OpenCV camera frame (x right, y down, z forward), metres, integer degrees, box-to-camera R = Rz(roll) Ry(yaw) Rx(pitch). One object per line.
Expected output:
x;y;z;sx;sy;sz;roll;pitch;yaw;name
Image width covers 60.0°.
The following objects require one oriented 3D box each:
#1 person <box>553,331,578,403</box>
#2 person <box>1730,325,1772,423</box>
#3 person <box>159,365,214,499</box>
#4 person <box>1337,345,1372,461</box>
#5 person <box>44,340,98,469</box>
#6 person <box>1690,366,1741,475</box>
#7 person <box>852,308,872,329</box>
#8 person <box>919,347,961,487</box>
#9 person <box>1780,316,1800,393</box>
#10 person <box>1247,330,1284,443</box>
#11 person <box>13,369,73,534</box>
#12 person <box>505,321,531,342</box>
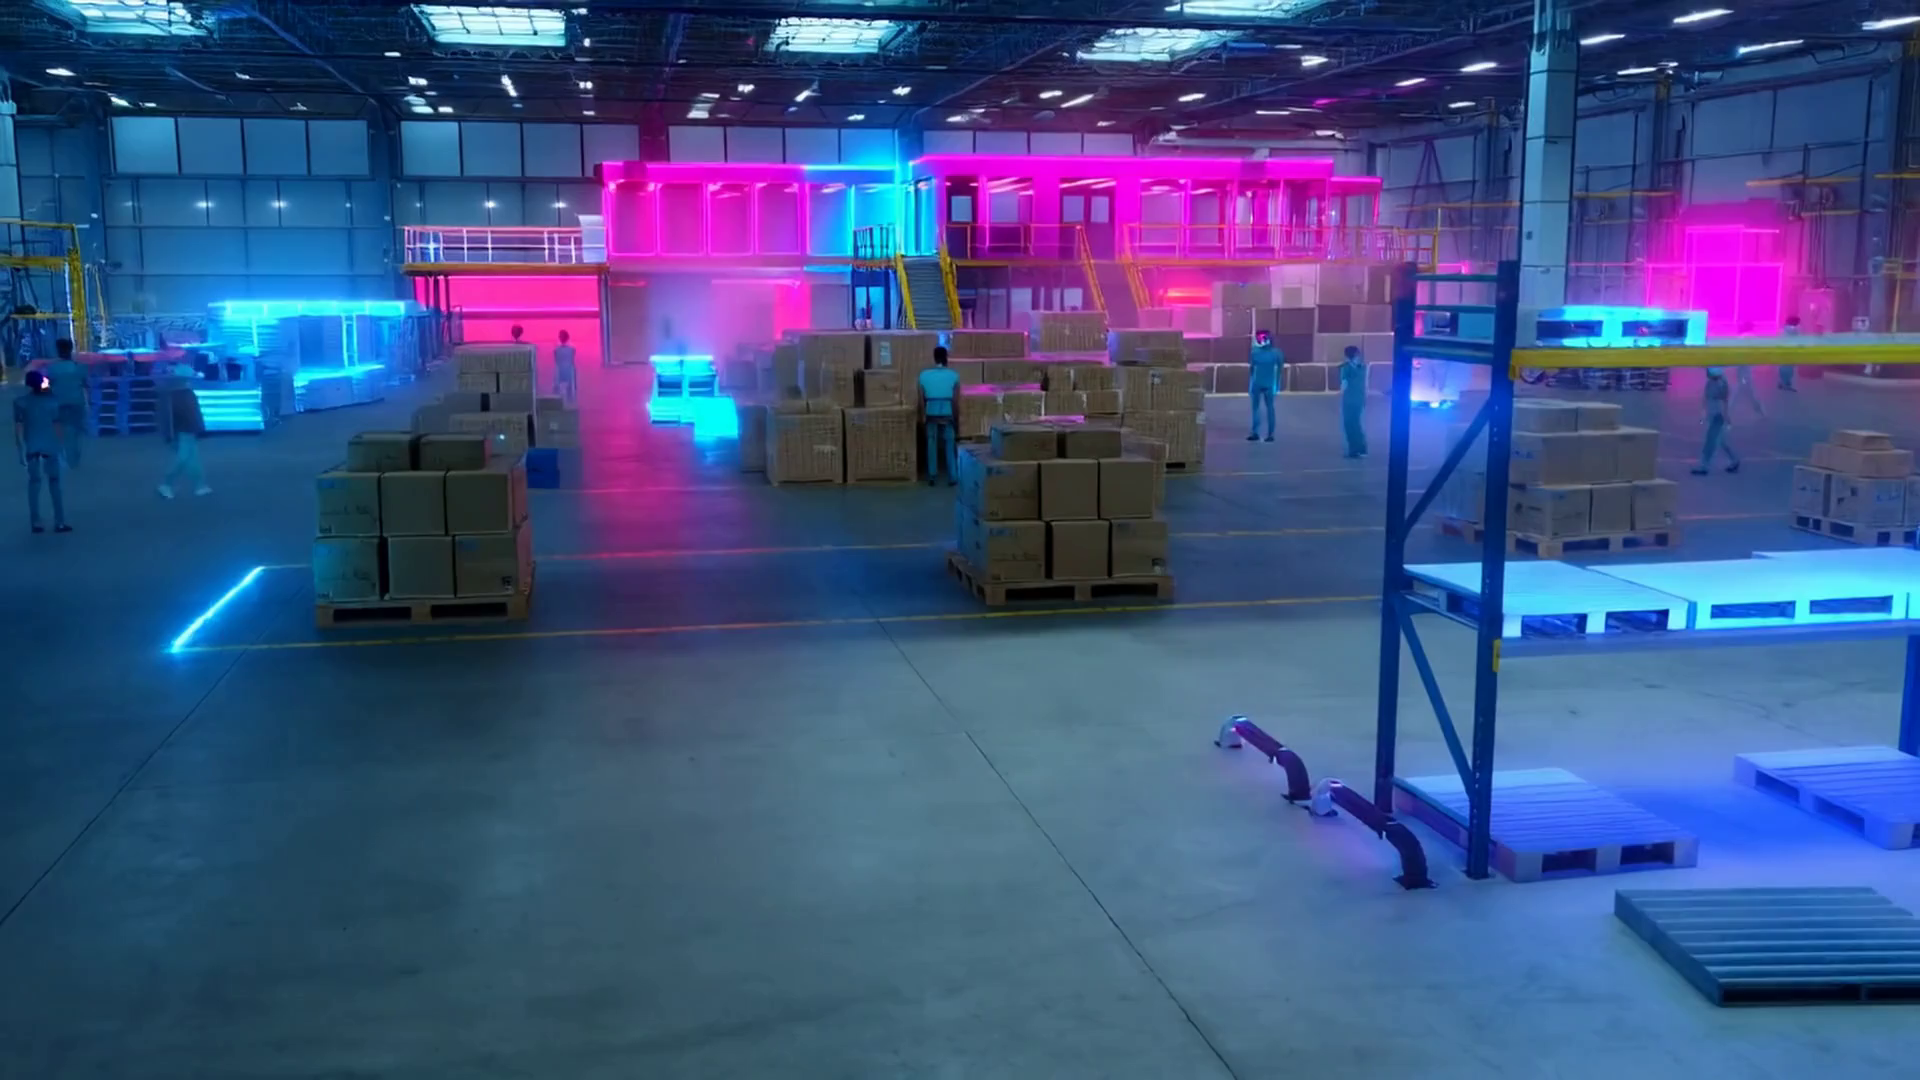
-7.112;-2.834;29.968;0.328;1.874;0.512;8;12;41;person
15.269;-3.226;32.293;0.988;1.894;0.629;6;11;31;person
-10.173;-1.412;21.723;0.518;1.733;0.864;5;11;27;person
6.124;-2.133;25.919;0.553;1.805;0.530;-5;11;-30;person
-13.356;-2.037;24.994;0.625;1.908;1.021;-1;9;-8;person
11.020;-1.789;24.112;0.860;1.709;0.493;-2;10;-12;person
-2.714;-5.479;46.100;0.588;1.862;0.431;-2;9;-10;person
-0.270;-1.676;22.762;0.587;1.920;0.392;2;10;13;person
19.938;-4.445;39.894;0.429;1.839;0.622;1;9;5;person
5.239;-2.642;28.603;0.627;1.937;0.372;7;12;38;person
-10.346;-0.992;18.746;0.514;1.872;0.328;-2;10;-11;person
-9.095;-3.543;34.179;0.563;1.903;0.850;-5;11;-28;person
